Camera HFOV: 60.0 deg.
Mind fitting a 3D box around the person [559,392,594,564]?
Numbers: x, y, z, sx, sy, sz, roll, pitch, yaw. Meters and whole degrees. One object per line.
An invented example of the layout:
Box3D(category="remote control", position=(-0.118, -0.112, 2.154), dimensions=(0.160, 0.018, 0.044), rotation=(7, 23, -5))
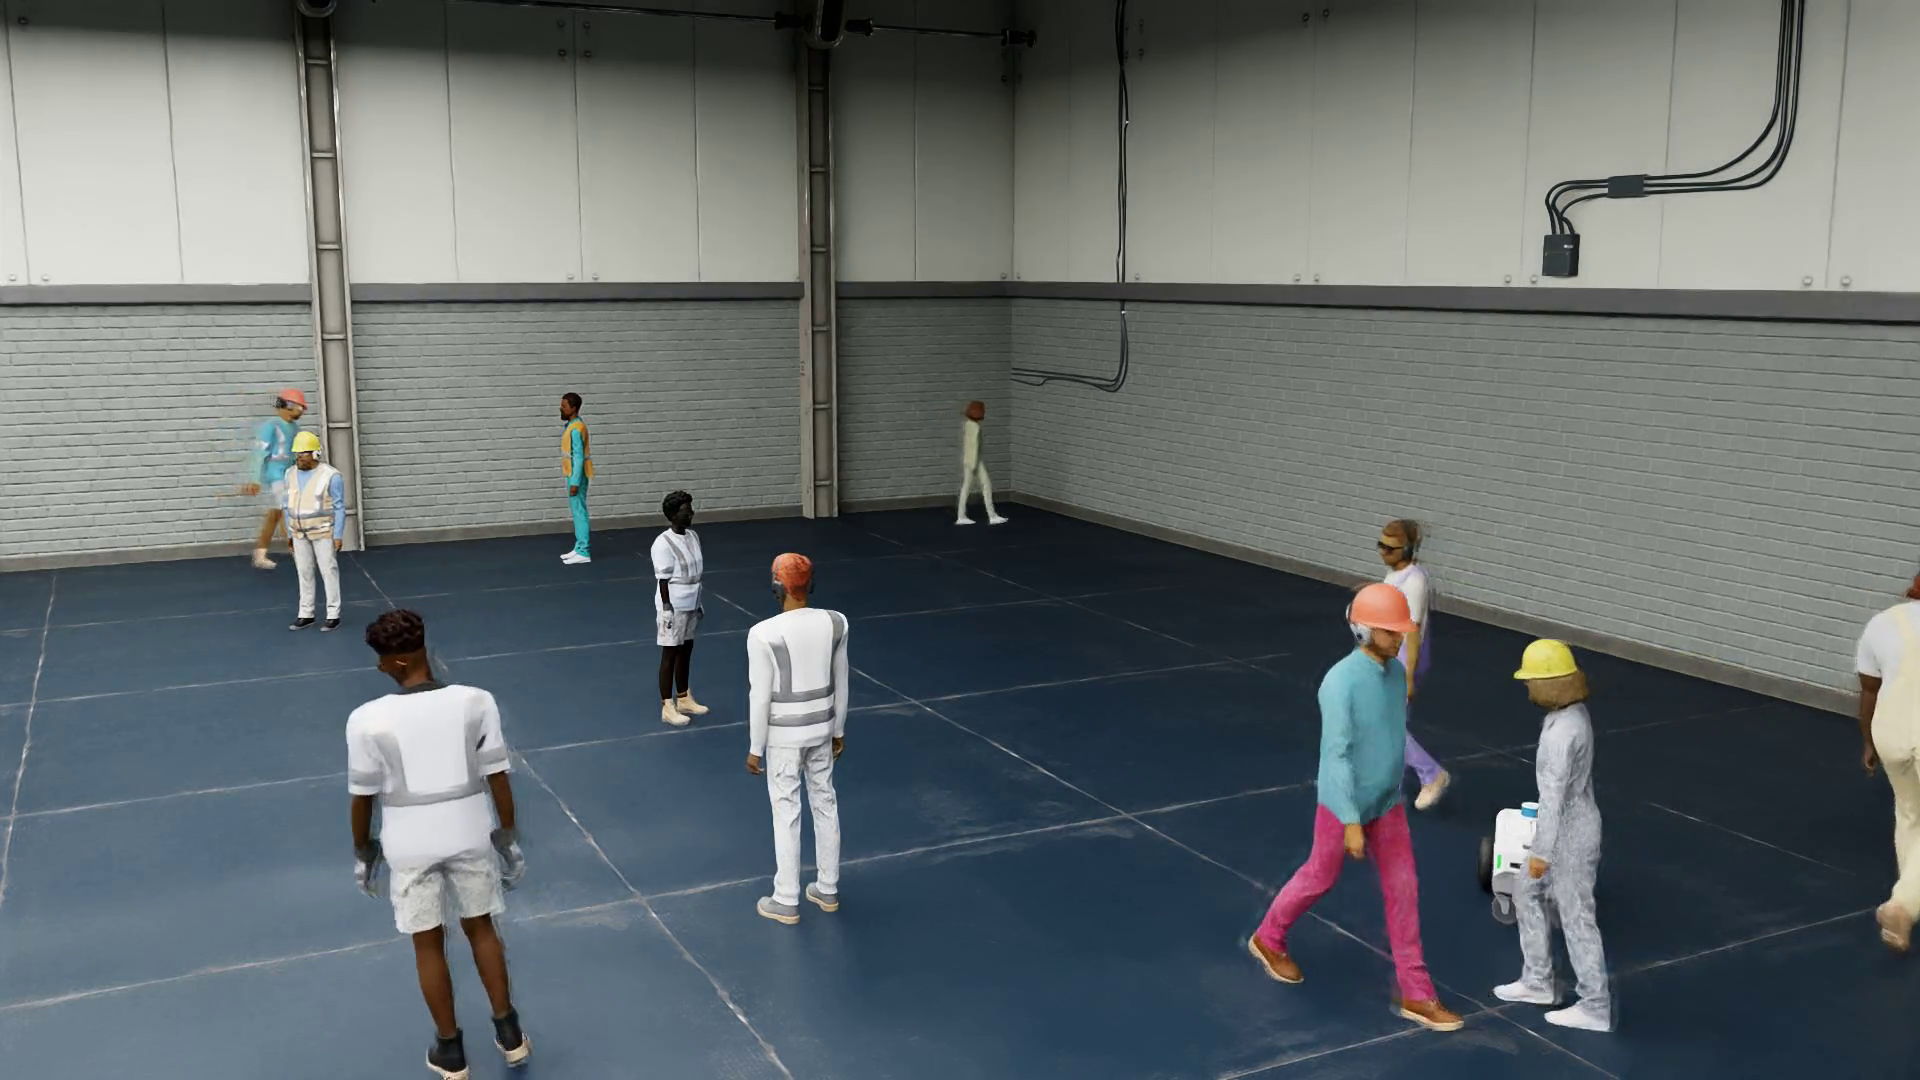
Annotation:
Box3D(category="person", position=(-4.318, -0.700, 18.712), dimensions=(0.392, 1.922, 0.591), rotation=(-3, 10, -16))

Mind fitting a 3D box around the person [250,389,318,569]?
Box3D(category="person", position=(-7.390, -0.658, 18.275), dimensions=(0.936, 1.973, 0.695), rotation=(0, 9, 3))

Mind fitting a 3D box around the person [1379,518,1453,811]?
Box3D(category="person", position=(2.648, 0.772, 9.910), dimensions=(0.473, 1.833, 0.578), rotation=(0, 9, -2))

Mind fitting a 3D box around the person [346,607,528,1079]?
Box3D(category="person", position=(-2.148, 1.234, 6.773), dimensions=(0.633, 1.924, 0.497), rotation=(-5, 11, -29))

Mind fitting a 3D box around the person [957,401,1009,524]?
Box3D(category="person", position=(0.291, -0.990, 21.460), dimensions=(0.729, 1.610, 0.508), rotation=(-3, 10, -18))

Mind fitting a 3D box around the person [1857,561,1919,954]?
Box3D(category="person", position=(4.709, 0.964, 8.091), dimensions=(0.905, 2.000, 0.682), rotation=(-5, 11, -30))

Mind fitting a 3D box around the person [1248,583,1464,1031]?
Box3D(category="person", position=(1.738, 1.128, 7.376), dimensions=(0.619, 1.952, 1.046), rotation=(-8, 12, -39))

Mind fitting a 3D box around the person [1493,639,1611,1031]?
Box3D(category="person", position=(2.572, 1.267, 7.218), dimensions=(0.621, 1.705, 0.518), rotation=(4, 10, 22))

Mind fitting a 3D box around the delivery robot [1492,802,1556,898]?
Box3D(category="delivery robot", position=(2.918, 1.588, 8.520), dimensions=(0.477, 0.478, 0.707), rotation=(3, 10, 19))

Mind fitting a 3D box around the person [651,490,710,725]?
Box3D(category="person", position=(-2.037, 0.483, 12.114), dimensions=(0.318, 1.697, 0.535), rotation=(3, 10, 19))

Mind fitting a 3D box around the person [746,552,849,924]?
Box3D(category="person", position=(-0.820, 0.992, 8.404), dimensions=(0.576, 1.882, 0.355), rotation=(-7, 12, -38))

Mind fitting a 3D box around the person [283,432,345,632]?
Box3D(category="person", position=(-5.885, -0.075, 15.130), dimensions=(0.592, 1.833, 0.404), rotation=(2, 10, 14))
